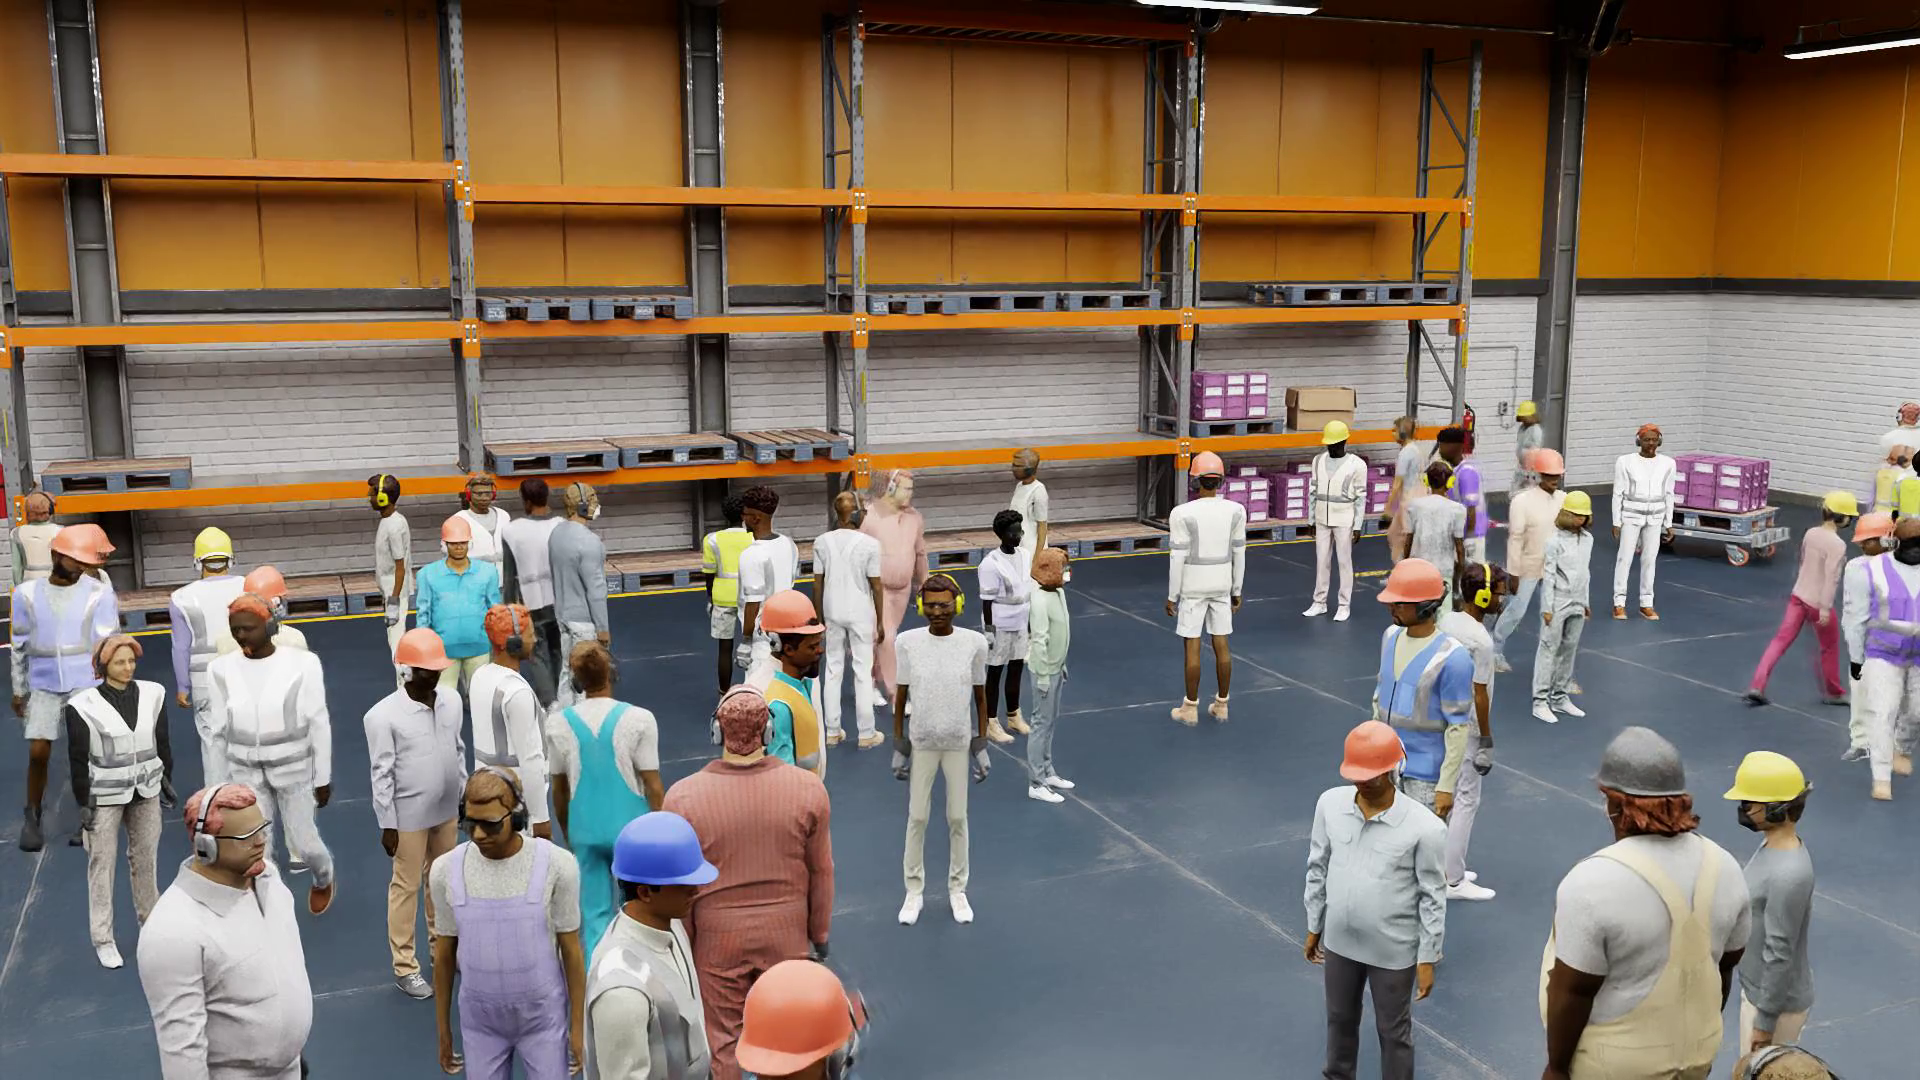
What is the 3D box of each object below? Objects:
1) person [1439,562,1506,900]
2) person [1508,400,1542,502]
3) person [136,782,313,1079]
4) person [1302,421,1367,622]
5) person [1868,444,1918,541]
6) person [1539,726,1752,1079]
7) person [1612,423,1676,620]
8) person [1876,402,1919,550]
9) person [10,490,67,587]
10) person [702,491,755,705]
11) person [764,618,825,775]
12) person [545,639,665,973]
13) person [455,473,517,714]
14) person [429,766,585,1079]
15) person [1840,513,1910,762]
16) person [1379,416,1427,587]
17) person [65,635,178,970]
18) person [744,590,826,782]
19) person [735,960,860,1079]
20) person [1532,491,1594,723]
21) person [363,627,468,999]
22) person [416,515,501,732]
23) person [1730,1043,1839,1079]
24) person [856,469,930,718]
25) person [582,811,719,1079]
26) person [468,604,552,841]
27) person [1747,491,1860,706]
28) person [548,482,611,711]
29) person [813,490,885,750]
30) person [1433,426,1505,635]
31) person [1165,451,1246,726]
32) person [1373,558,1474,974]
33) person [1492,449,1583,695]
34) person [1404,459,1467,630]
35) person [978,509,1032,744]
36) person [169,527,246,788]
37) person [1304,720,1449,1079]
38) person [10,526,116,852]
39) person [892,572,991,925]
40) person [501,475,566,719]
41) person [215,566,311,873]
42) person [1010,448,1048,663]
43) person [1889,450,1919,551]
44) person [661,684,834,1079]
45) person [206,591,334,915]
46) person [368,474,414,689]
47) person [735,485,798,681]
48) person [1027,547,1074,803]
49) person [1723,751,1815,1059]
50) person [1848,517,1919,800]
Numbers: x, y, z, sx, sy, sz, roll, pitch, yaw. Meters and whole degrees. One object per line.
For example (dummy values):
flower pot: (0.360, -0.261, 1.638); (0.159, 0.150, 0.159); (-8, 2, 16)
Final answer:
person: (2.747, 1.033, 9.011); (0.334, 1.857, 0.528); (-2, 10, -9)
person: (6.870, -0.843, 20.188); (0.422, 1.718, 0.501); (-3, 10, -14)
person: (-2.213, 1.673, 5.163); (0.409, 1.907, 0.651); (1, 10, 4)
person: (3.563, -0.185, 15.833); (0.585, 1.918, 0.379); (9, 13, 41)
person: (9.179, -0.143, 16.422); (0.384, 1.618, 0.615); (-2, 10, -12)
person: (2.114, 1.578, 5.321); (0.692, 2.000, 0.535); (-4, 11, -22)
person: (6.507, -0.172, 15.861); (0.572, 1.883, 0.356); (1, 10, 4)
person: (10.097, -0.525, 17.843); (0.639, 1.903, 0.406); (-1, 10, -3)
person: (-7.166, 0.428, 13.088); (0.519, 1.645, 0.307); (0, 10, -3)
person: (-1.688, 0.472, 12.687); (0.532, 1.696, 0.319); (0, 10, -1)
person: (-0.792, 1.247, 7.584); (0.372, 1.917, 0.596); (0, 10, -1)
person: (-1.561, 1.333, 7.443); (0.540, 1.789, 0.897); (-1, 10, -5)
person: (-3.642, 0.400, 12.677); (0.374, 1.841, 0.573); (6, 11, 30)
person: (-1.516, 1.634, 5.612); (0.519, 1.834, 0.354); (0, 10, 0)
person: (6.423, 0.657, 11.553); (0.753, 1.718, 0.568); (-7, 12, -35)
person: (4.530, -0.357, 17.089); (0.652, 1.819, 0.516); (5, 11, 26)
person: (-4.140, 1.270, 8.245); (0.314, 1.642, 0.514); (7, 12, 34)
person: (-0.779, 1.205, 7.603); (0.380, 1.995, 0.611); (4, 10, 19)
person: (-0.295, 1.876, 3.890); (0.619, 1.957, 1.004); (4, 11, 23)
person: (4.550, 0.490, 12.452); (0.489, 1.741, 0.322); (-6, 11, -30)
person: (-2.537, 1.273, 7.910); (0.330, 1.750, 0.559); (5, 11, 27)
person: (-3.354, 0.702, 11.183); (0.563, 1.755, 0.322); (-4, 11, -23)
person: (1.684, 1.986, 3.373); (0.647, 1.897, 0.553); (3, 10, 18)
person: (-0.466, 0.404, 12.592); (0.660, 1.860, 0.956); (-9, 13, -41)
person: (-0.885, 1.716, 4.825); (0.413, 1.942, 0.607); (0, 10, -1)
person: (-2.084, 1.226, 7.811); (0.355, 1.880, 0.575); (-8, 13, -39)
person: (6.514, 0.457, 12.749); (0.919, 1.709, 0.611); (-1, 10, -3)
person: (-2.602, 0.558, 11.492); (0.372, 1.940, 0.632); (-8, 13, -39)
person: (-0.780, 0.566, 11.726); (0.520, 1.840, 0.330); (3, 10, 16)
person: (4.746, -0.092, 15.337); (0.769, 1.918, 0.635); (0, 10, 1)
person: (1.807, 0.359, 12.335); (0.615, 2.042, 0.372); (-3, 10, -18)
person: (2.197, 1.093, 8.122); (0.380, 2.040, 0.605); (-5, 11, -25)
person: (4.667, 0.207, 13.512); (0.620, 1.946, 1.033); (-3, 10, -17)
person: (3.791, 0.285, 13.309); (0.512, 1.860, 0.318); (7, 12, 33)
person: (0.332, 0.611, 11.910); (0.320, 1.690, 0.538); (8, 13, 39)
person: (-4.533, 0.828, 10.242); (0.588, 1.833, 0.404); (-8, 13, -39)
person: (1.568, 1.535, 6.406); (0.575, 1.745, 0.340); (9, 13, 42)
person: (-5.316, 0.873, 9.789); (0.657, 1.899, 0.464); (-4, 11, -21)
person: (-0.096, 1.082, 8.674); (0.513, 1.871, 0.329); (0, 10, -1)
person: (-3.006, 0.477, 12.095); (0.600, 1.899, 0.644); (-7, 12, -34)
person: (-3.880, 1.013, 9.399); (0.562, 1.753, 0.327); (2, 10, 10)
person: (0.570, 0.125, 14.265); (0.345, 1.844, 0.507); (-4, 11, -24)
person: (8.889, -0.010, 15.461); (0.317, 1.695, 0.540); (-3, 10, -18)
person: (-0.796, 1.480, 6.275); (0.641, 1.909, 0.409); (-2, 10, -13)
person: (-3.408, 1.148, 8.315); (0.586, 1.864, 0.754); (-1, 10, -4)
person: (-4.253, 0.431, 12.430); (0.328, 1.869, 0.512); (-4, 11, -23)
person: (-1.307, 0.609, 11.120); (0.368, 1.966, 0.602); (4, 11, 21)
person: (0.584, 0.850, 10.687); (0.280, 1.633, 0.502); (3, 10, 17)
person: (2.860, 1.615, 5.944); (0.339, 1.755, 0.531); (4, 11, 21)
person: (6.081, 0.742, 10.747); (0.639, 1.820, 0.581); (3, 10, 15)
